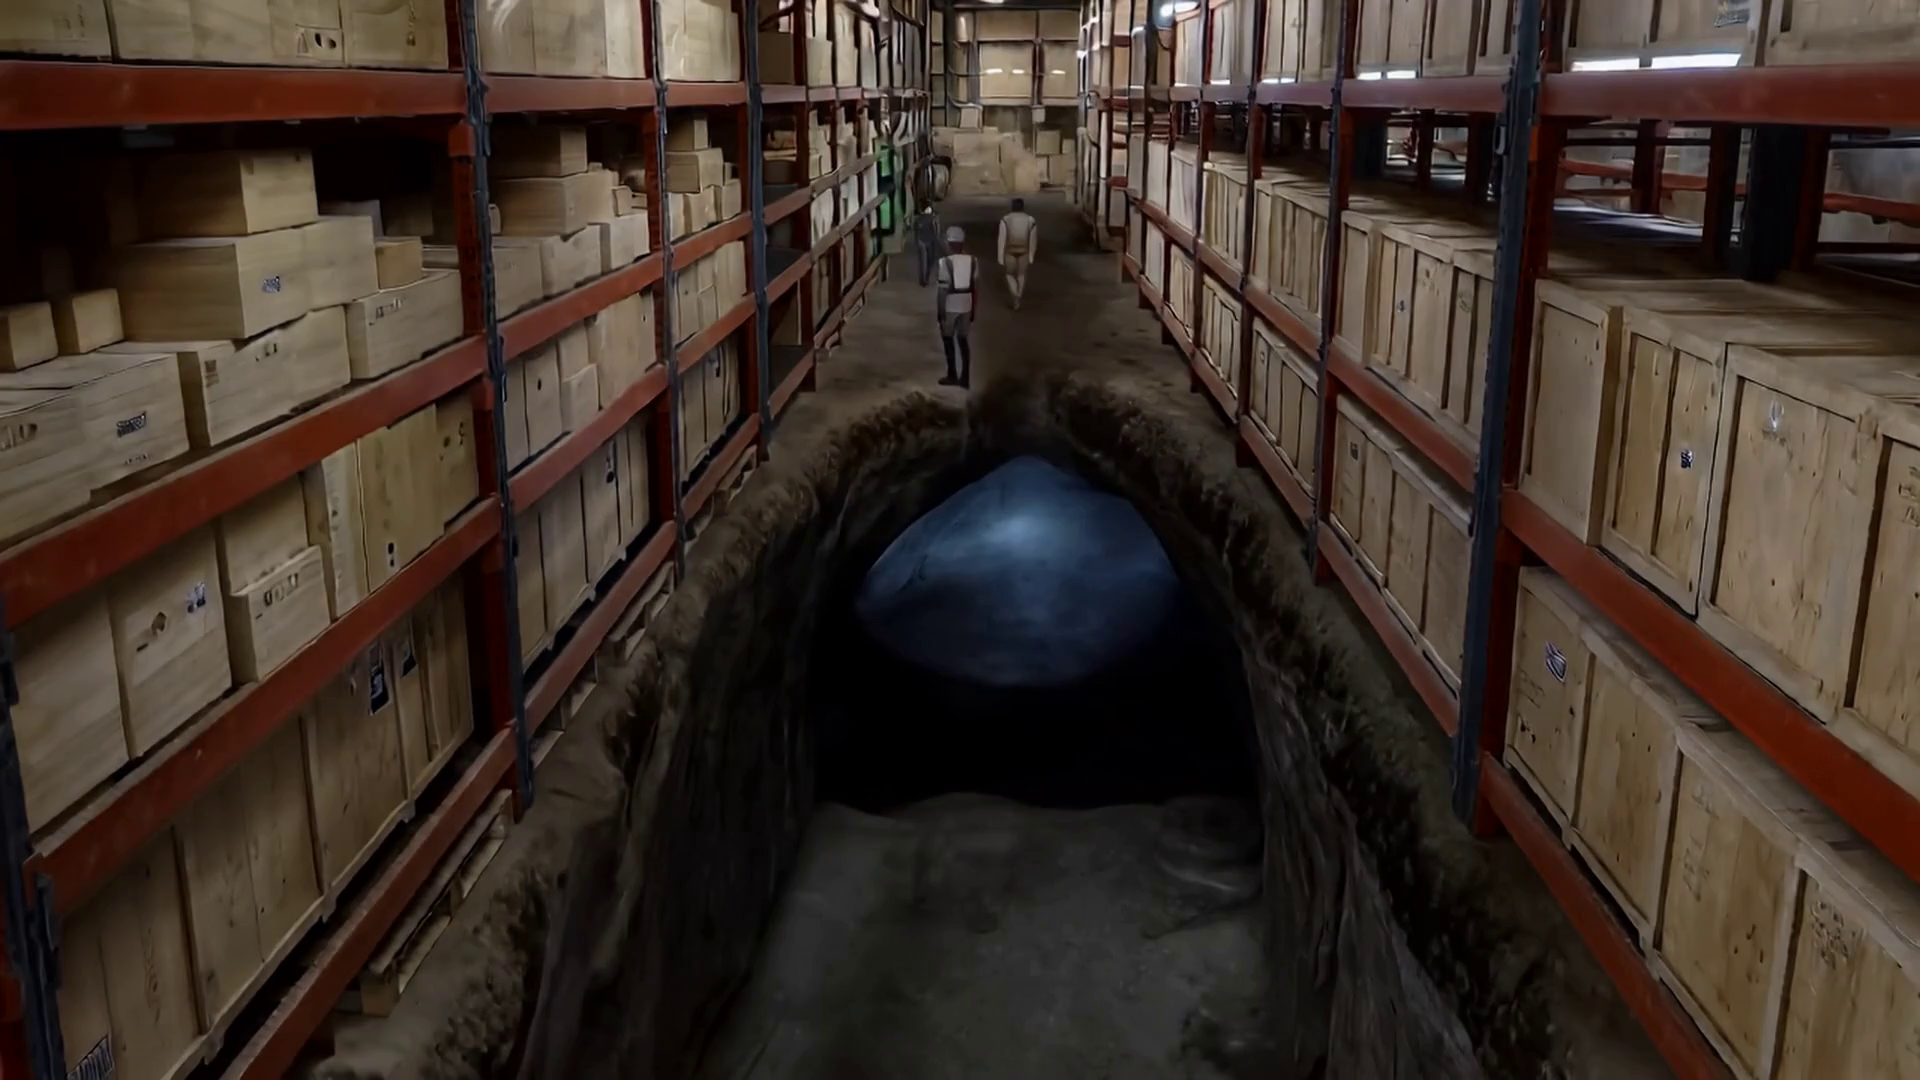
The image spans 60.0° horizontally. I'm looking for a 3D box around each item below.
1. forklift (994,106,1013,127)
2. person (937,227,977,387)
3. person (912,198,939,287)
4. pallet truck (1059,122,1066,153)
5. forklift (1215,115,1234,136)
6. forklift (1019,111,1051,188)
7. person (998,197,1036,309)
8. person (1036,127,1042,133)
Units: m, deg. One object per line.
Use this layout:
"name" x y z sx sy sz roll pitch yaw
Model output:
"forklift" 2.160 -20.364 83.558 1.129 2.768 1.873 -7 17 -25
"person" -0.049 -2.789 19.983 0.568 1.927 0.528 -11 18 -34
"person" -0.639 -5.441 30.440 0.501 1.622 0.400 -3 15 -12
"pallet truck" 5.788 -21.111 88.014 1.885 1.965 0.823 5 16 18
"forklift" 7.940 -11.450 50.391 1.129 2.768 1.873 0 15 2
"forklift" 2.443 -14.546 61.914 1.873 2.768 1.129 0 15 2
"person" 0.927 -4.703 27.284 0.656 1.826 0.437 -4 16 -16
"person" 4.069 -20.943 87.523 0.584 1.928 0.367 5 16 19
